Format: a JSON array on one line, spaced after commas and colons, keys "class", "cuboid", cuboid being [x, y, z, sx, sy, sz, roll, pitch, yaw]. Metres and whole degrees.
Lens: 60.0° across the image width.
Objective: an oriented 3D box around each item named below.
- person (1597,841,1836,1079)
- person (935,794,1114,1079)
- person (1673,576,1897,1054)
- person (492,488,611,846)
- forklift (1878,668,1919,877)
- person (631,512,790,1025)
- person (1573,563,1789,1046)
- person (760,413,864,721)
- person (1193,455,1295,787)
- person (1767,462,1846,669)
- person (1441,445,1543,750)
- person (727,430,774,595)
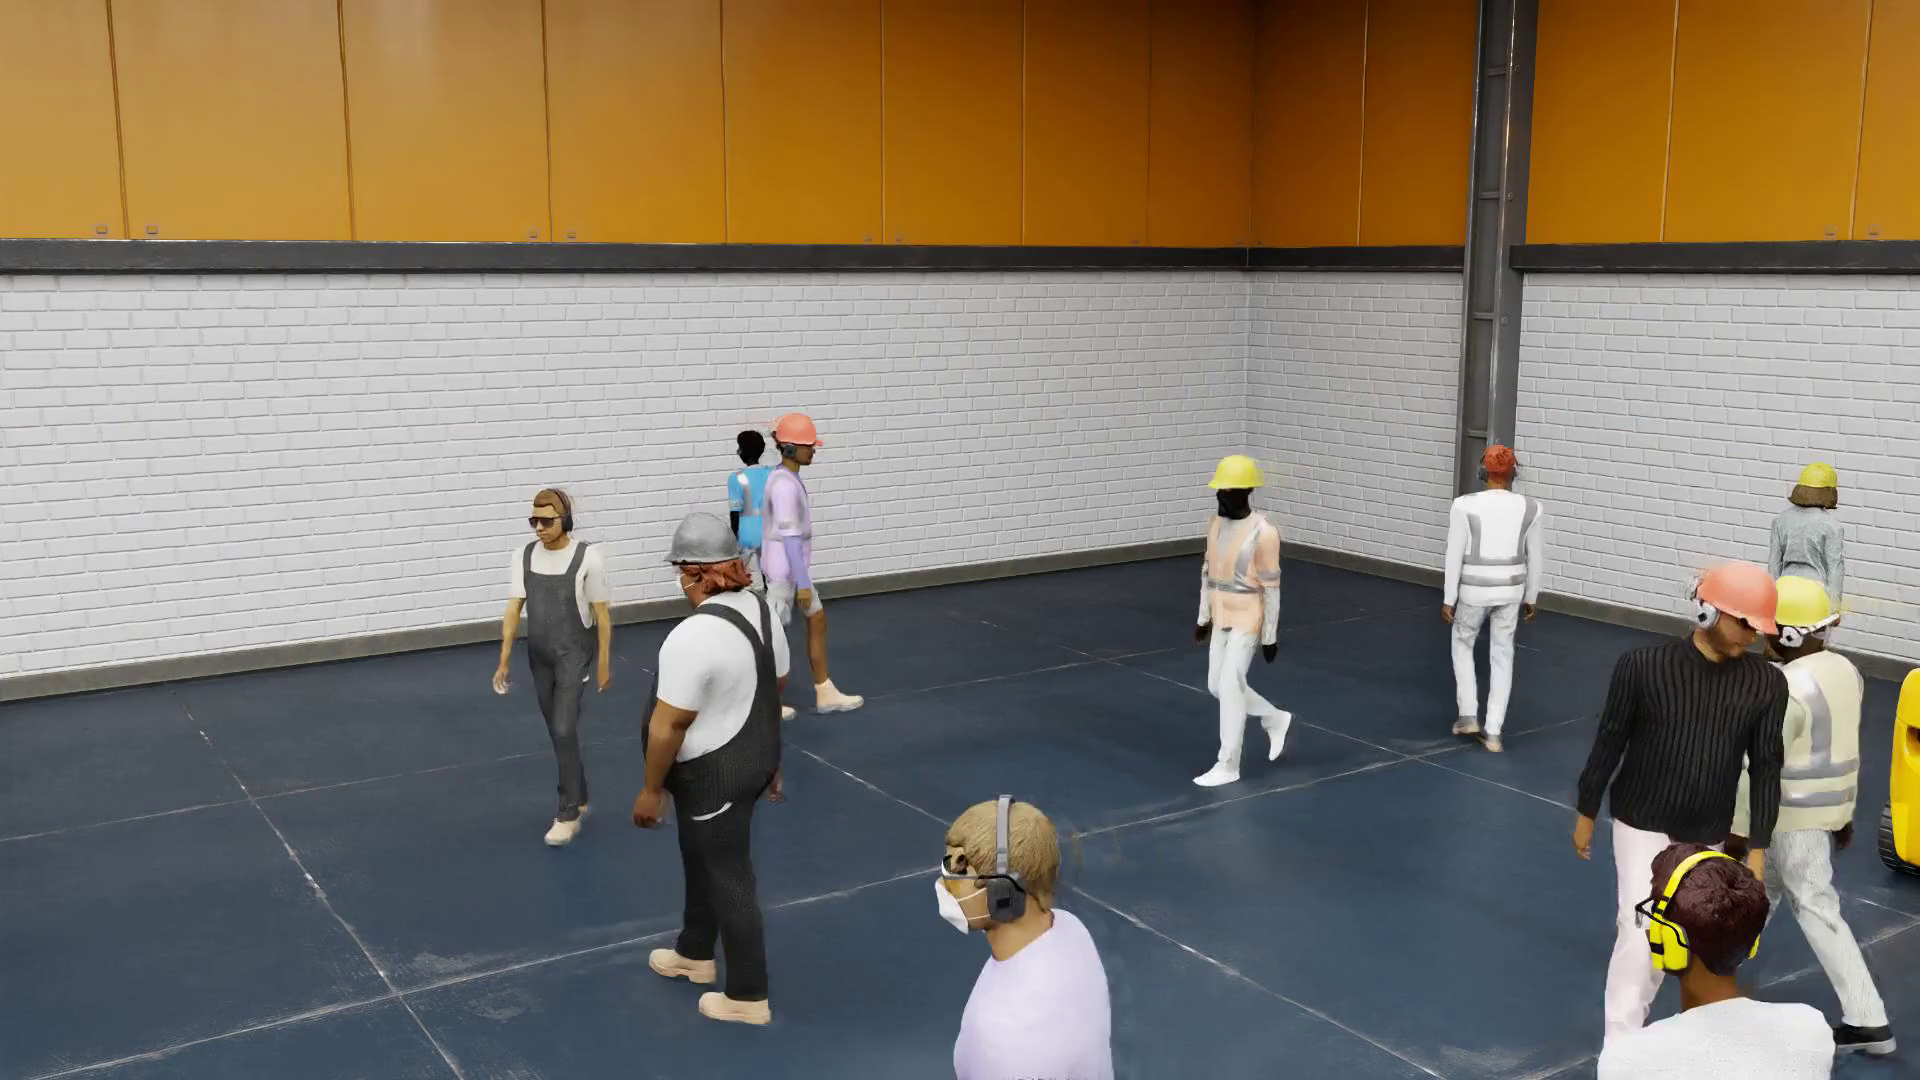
[{"class": "person", "cuboid": [1.427, 1.495, 3.345, 0.525, 1.850, 0.629, -3, 10, -17]}, {"class": "person", "cuboid": [0.038, 1.455, 3.423, 0.895, 1.900, 0.648, 1, 9, 5]}, {"class": "person", "cuboid": [3.229, 1.029, 6.408, 0.604, 1.784, 0.956, -8, 12, -40]}, {"class": "person", "cuboid": [-2.117, 0.647, 8.560, 0.514, 1.818, 0.705, 3, 10, 19]}, {"class": "forklift", "cuboid": [5.511, 0.571, 7.906, 2.313, 2.155, 1.214, -6, 11, -33]}, {"class": "person", "cuboid": [-1.071, 0.871, 6.558, 0.811, 2.000, 0.687, 3, 10, 18]}, {"class": "person", "cuboid": [2.554, 1.038, 5.864, 0.669, 1.940, 0.856, 1, 9, 4]}, {"class": "person", "cuboid": [-0.983, 0.191, 10.726, 0.893, 2.006, 0.641, 0, 9, -3]}, {"class": "person", "cuboid": [1.648, 0.446, 9.532, 0.676, 1.906, 0.596, -4, 10, -23]}, {"class": "person", "cuboid": [5.309, 0.377, 10.433, 0.320, 1.742, 0.492, -5, 11, -27]}, {"class": "person", "cuboid": [3.265, 0.340, 10.263, 0.616, 1.866, 0.549, 0, 9, 1]}, {"class": "person", "cuboid": [-1.639, -0.027, 13.038, 0.546, 1.674, 0.622, -8, 12, -39]}]
